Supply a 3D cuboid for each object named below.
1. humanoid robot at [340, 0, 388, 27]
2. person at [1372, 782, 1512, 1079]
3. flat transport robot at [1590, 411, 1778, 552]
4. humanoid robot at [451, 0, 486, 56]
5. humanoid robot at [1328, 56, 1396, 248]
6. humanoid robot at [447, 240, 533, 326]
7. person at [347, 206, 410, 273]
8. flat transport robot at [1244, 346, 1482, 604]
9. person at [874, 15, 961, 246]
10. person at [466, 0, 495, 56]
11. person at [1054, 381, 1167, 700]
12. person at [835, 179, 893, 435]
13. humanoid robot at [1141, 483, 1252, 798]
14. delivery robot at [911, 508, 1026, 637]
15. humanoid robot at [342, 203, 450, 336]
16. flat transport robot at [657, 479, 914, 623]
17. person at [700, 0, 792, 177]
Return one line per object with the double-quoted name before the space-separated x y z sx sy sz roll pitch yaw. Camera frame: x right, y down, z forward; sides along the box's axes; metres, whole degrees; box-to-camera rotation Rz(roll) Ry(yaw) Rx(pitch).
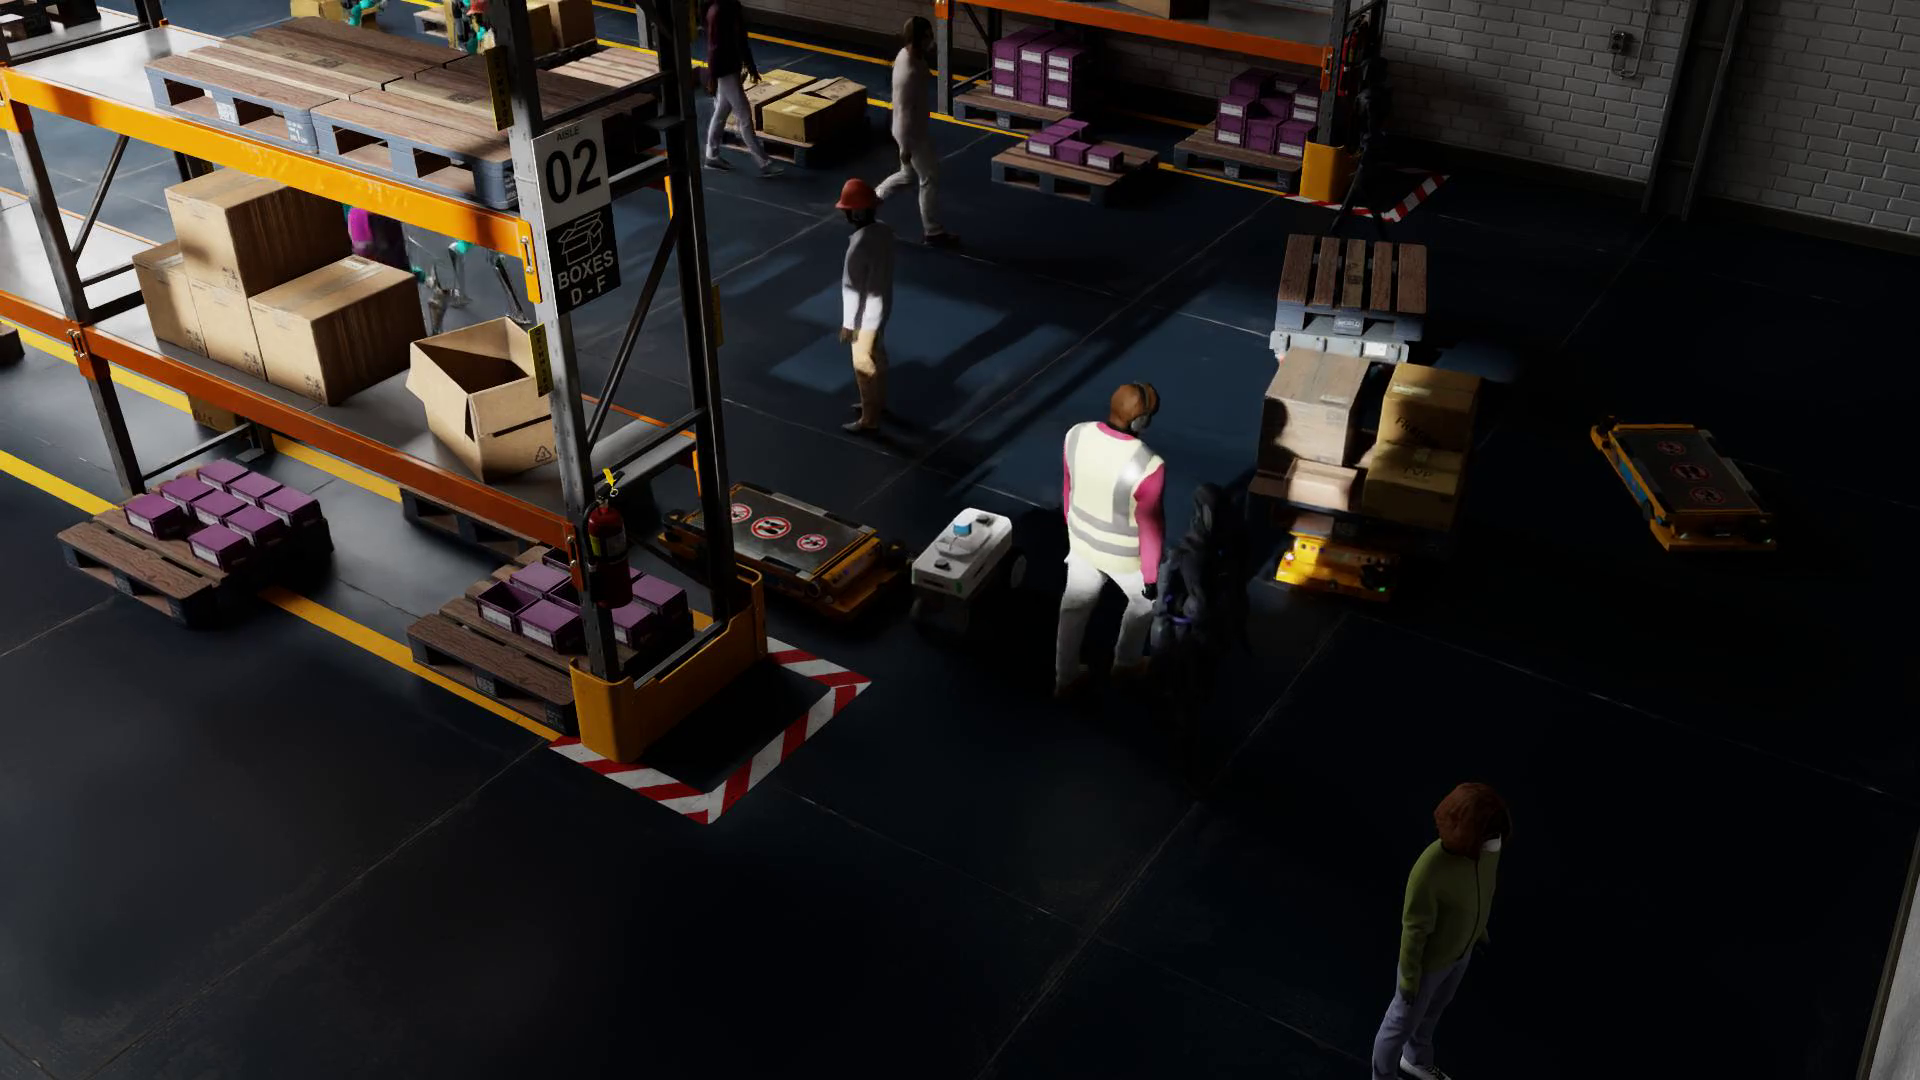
"humanoid robot" -6.335 -5.689 17.320 1.000 1.783 0.530 28 42 36
"person" 1.811 1.549 6.238 0.498 1.634 0.281 -24 40 -32
"flat transport robot" 4.528 -0.376 10.451 0.659 0.231 1.431 0 33 0
"humanoid robot" -4.885 -5.076 16.399 1.050 1.786 0.531 27 42 35
"humanoid robot" 3.244 -3.060 13.322 0.759 1.627 0.608 6 33 9
"humanoid robot" -3.630 -2.432 12.312 0.955 1.803 0.586 23 39 31
"person" -3.837 -1.740 11.111 0.477 1.832 0.605 5 33 8
"flat transport robot" 2.397 -0.124 10.064 0.659 0.231 1.431 12 35 18
"person" -0.451 -3.275 13.412 0.838 1.911 0.627 -1 33 -2
"person" -4.108 -3.900 14.522 0.690 1.726 0.600 -5 33 -8
"person" 0.805 0.014 8.447 0.717 1.801 0.732 -28 42 -36
"person" -0.622 -1.509 10.842 0.354 1.742 0.583 9 34 13
"humanoid robot" 1.077 0.411 7.968 0.608 1.633 0.684 -19 38 -27
"delivery robot" 0.015 0.135 9.394 0.499 0.586 0.780 15 36 22
"humanoid robot" -3.892 -1.956 11.588 0.981 1.751 0.532 10 34 15
"flat transport robot" -1.040 0.039 9.813 1.431 0.231 0.659 20 38 28
"person" -1.935 -4.178 14.788 0.959 1.904 0.519 8 34 12
